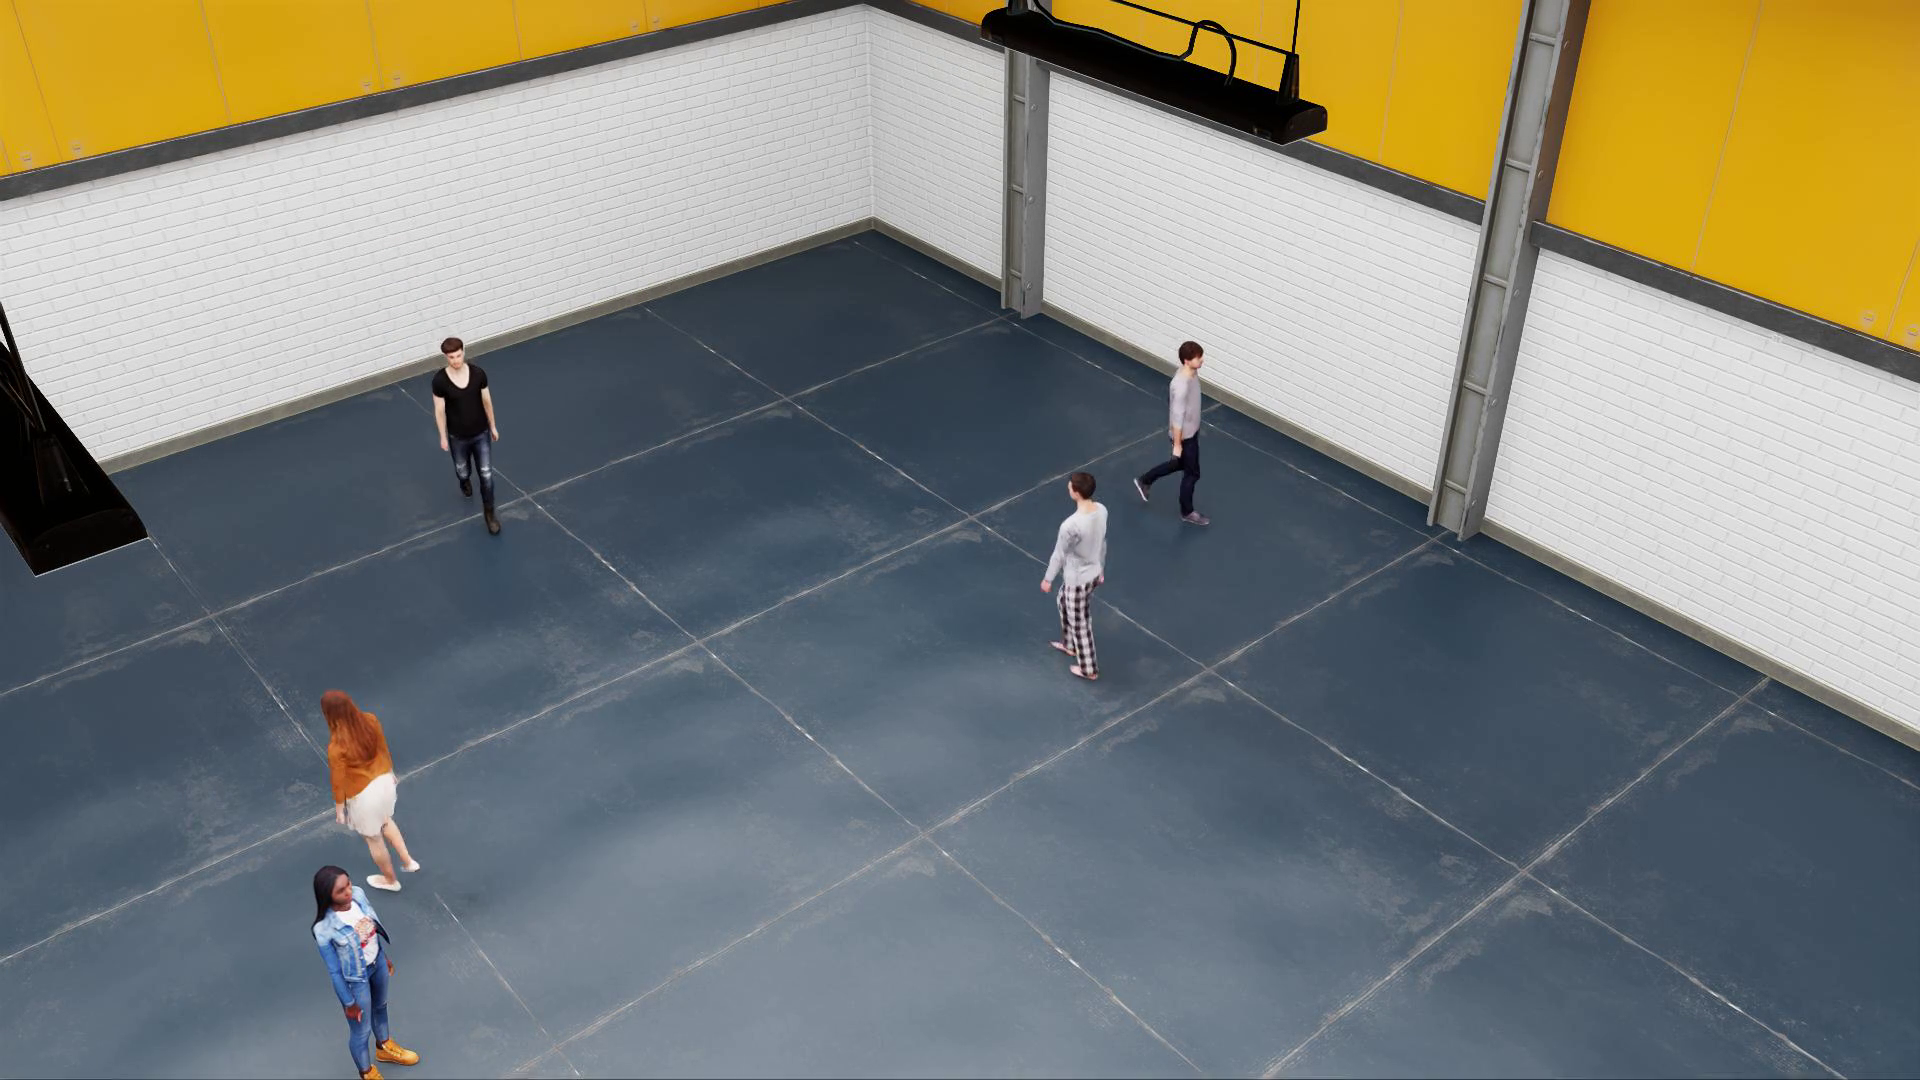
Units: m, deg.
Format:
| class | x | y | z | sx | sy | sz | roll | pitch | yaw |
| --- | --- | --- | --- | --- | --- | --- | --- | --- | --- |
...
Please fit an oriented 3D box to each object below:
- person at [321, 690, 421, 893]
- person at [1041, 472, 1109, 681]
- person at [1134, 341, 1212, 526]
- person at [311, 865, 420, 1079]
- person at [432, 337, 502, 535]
| class | x | y | z | sx | sy | sz | roll | pitch | yaw |
| --- | --- | --- | --- | --- | --- | --- | --- | --- | --- |
| person | -3.882 | 1.701 | 11.099 | 0.798 | 1.708 | 0.753 | 15 | 36 | 21 |
| person | 1.021 | 0.323 | 13.062 | 0.861 | 1.830 | 0.726 | 23 | 40 | 30 |
| person | 1.953 | -0.988 | 15.042 | 1.124 | 1.821 | 0.987 | 10 | 35 | 15 |
| person | -3.537 | 2.569 | 9.789 | 0.703 | 1.713 | 0.674 | 7 | 34 | 11 |
| person | -4.454 | -1.008 | 15.022 | 0.861 | 1.877 | 1.137 | -14 | 36 | -21 |
